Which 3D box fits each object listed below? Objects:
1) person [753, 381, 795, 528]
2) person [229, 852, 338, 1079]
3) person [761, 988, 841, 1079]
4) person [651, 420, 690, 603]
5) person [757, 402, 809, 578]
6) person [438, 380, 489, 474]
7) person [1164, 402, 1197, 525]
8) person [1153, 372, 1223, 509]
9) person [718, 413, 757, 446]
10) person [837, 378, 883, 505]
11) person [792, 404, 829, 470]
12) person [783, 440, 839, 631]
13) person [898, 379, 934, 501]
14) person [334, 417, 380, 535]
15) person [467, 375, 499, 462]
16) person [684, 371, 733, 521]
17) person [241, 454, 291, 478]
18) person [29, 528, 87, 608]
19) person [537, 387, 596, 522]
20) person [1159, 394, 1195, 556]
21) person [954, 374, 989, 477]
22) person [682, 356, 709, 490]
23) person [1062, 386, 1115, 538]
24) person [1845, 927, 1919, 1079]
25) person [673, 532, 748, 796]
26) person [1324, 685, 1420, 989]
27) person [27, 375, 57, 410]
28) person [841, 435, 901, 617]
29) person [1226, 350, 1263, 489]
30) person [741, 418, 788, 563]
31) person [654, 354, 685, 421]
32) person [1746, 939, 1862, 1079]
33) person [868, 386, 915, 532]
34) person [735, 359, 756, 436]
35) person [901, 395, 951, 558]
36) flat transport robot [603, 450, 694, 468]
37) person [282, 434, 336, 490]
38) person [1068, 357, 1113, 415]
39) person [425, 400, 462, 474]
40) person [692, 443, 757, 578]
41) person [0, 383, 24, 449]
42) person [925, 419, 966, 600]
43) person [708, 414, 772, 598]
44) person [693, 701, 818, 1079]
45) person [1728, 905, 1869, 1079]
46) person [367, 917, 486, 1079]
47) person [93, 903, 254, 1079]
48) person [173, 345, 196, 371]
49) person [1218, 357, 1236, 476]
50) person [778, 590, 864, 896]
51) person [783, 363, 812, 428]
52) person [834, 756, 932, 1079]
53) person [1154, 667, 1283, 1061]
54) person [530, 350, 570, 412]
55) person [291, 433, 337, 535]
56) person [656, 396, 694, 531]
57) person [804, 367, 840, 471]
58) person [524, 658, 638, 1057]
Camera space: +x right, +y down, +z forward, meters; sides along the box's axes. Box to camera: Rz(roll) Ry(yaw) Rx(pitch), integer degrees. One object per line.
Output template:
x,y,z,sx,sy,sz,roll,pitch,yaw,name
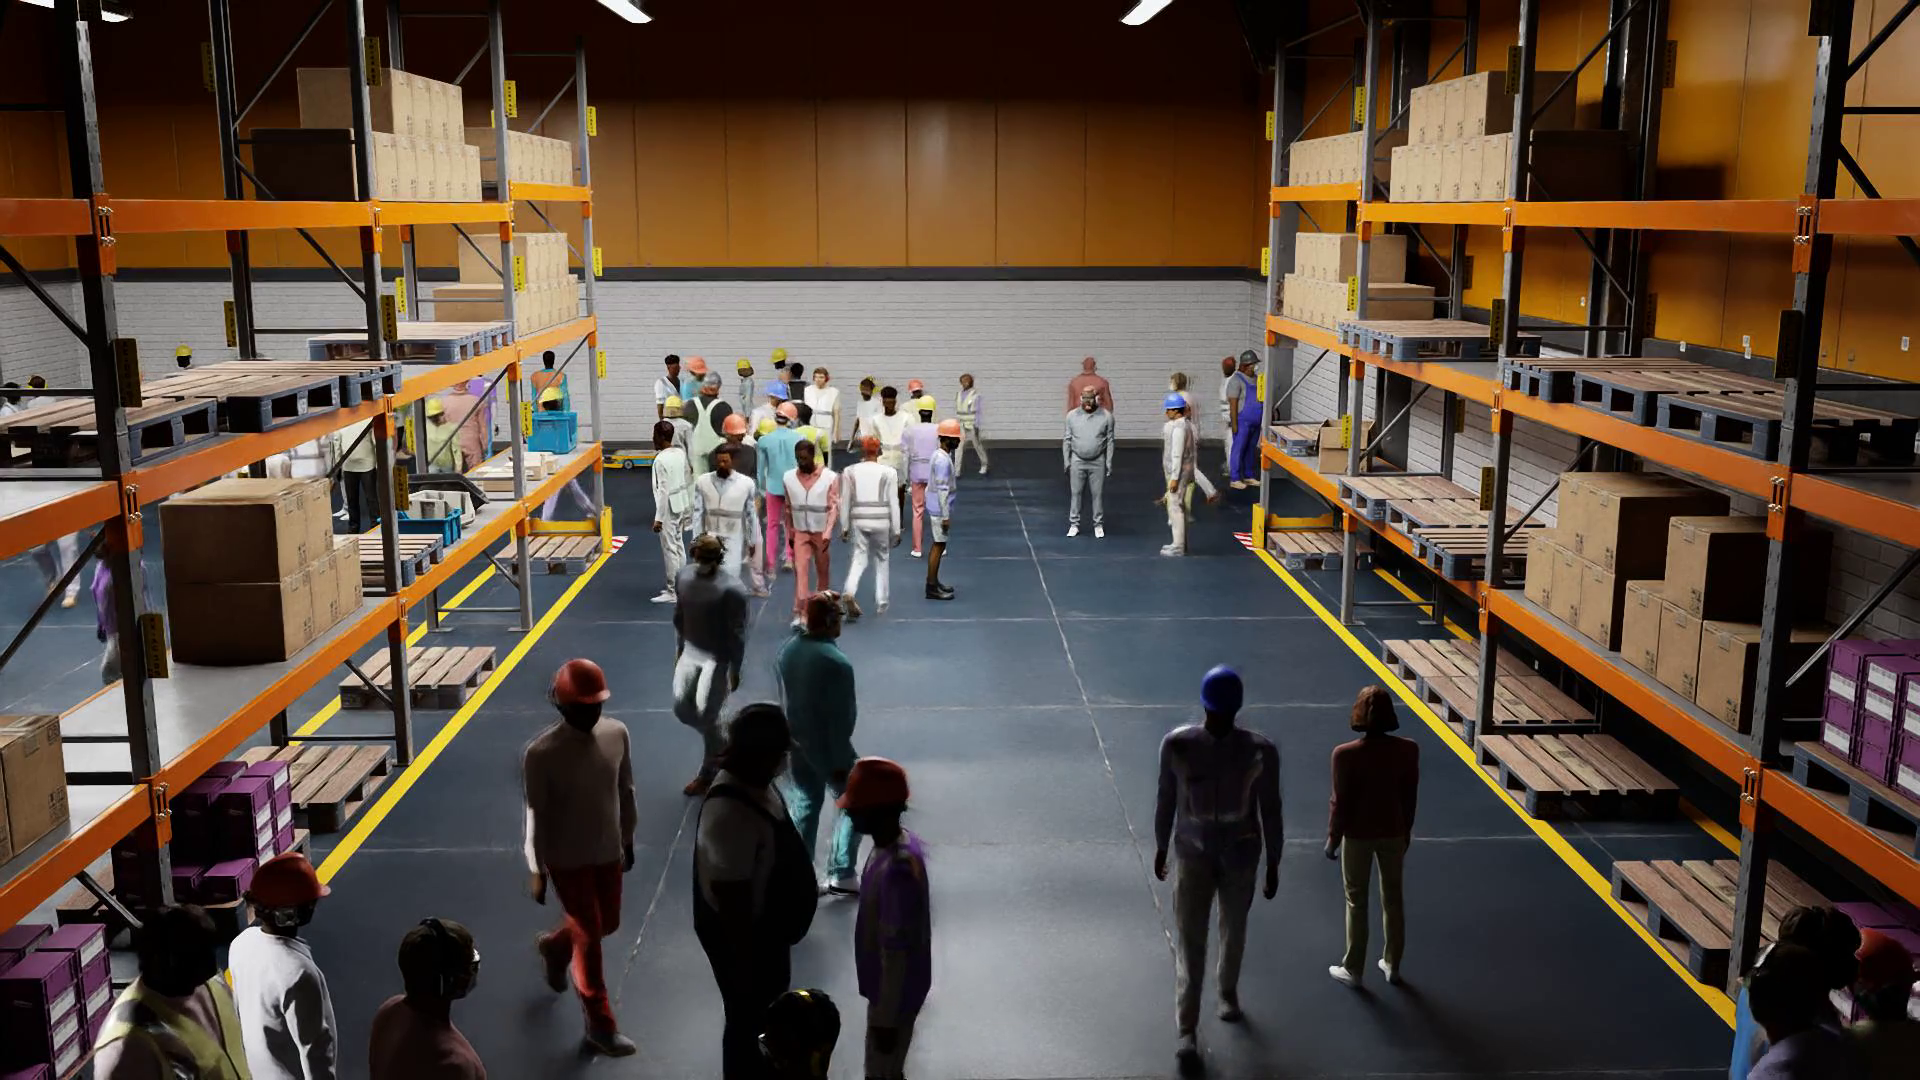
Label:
-2.370,-1.092,21.396,0.632,1.919,0.443,-11,15,-42,person
-2.492,2.012,6.263,0.575,1.749,0.333,10,15,41,person
-0.452,2.214,4.962,0.328,1.872,0.515,-9,14,-37,person
-3.047,-0.300,17.442,0.392,1.920,0.592,2,11,8,person
-1.993,-0.574,18.742,0.648,1.945,0.737,0,11,-1,person
-6.697,-1.298,22.485,0.651,1.904,0.403,-1,11,-7,person
2.881,-1.006,21.731,0.493,1.613,0.443,7,13,33,person
3.159,-1.360,22.842,0.932,1.906,0.647,4,12,17,person
-2.708,-0.747,20.395,0.500,1.636,0.284,-1,11,-3,person
-1.321,-1.338,22.934,1.003,1.800,0.610,-8,14,-34,person
-1.918,-0.884,21.021,0.534,1.667,0.783,0,11,0,person
-1.478,-0.047,16.303,0.582,1.858,0.990,2,11,8,person
-0.606,-1.426,23.607,0.562,1.719,0.845,-8,14,-34,person
-7.315,-0.893,20.231,0.614,1.990,0.392,2,11,9,person
-7.244,-1.805,25.017,0.627,1.918,0.405,-1,11,-5,person
-3.268,-1.215,21.725,0.692,2.000,0.778,3,12,13,person
-7.196,-0.240,17.360,0.384,1.836,0.565,7,13,32,person
-9.371,-0.336,17.315,0.735,2.000,0.787,-2,12,-11,person
-5.071,-1.018,21.186,1.015,1.878,0.598,-5,12,-25,person
2.585,-0.777,19.814,0.420,1.932,0.619,2,12,11,person
0.170,-1.776,25.665,0.520,1.596,0.868,9,14,37,person
-3.847,-1.693,24.233,0.678,1.990,0.624,6,13,29,person
1.606,-0.974,20.852,0.651,1.907,0.409,1,11,7,person
3.082,2.168,5.570,0.602,1.722,0.541,0,11,0,person
-1.753,0.849,11.720,0.670,1.904,0.503,8,14,35,person
2.172,1.568,8.795,0.498,1.633,0.283,-2,12,-12,person
-12.457,-1.305,22.627,0.335,1.864,0.521,3,12,14,person
-0.920,-0.130,16.773,0.620,1.856,0.786,2,11,11,person
4.271,-1.782,24.569,0.688,2.000,0.539,-11,16,-44,person
-2.259,-0.576,19.359,0.545,1.726,0.503,9,15,40,person
-4.277,-1.789,24.787,0.369,1.967,0.601,7,13,32,person
2.559,2.181,5.128,0.878,1.871,0.688,10,15,40,person
-0.848,-0.985,20.919,0.625,1.919,0.993,0,11,-1,person
-3.424,-2.036,26.613,0.324,1.737,0.484,-2,11,-8,person
-0.399,-0.745,19.652,0.593,1.925,0.384,0,11,-2,person
-4.943,-1.307,26.639,1.431,0.197,0.652,0,11,-2,flat transport robot
-7.828,-0.799,19.998,0.564,1.893,0.900,-5,12,-22,person
2.001,-1.865,25.479,0.650,1.851,1.019,6,13,26,person
-6.581,-0.919,21.061,0.544,1.706,0.891,-3,12,-13,person
-2.286,-0.023,16.205,0.595,1.867,1.020,2,11,10,person
-13.313,-1.370,23.415,0.360,1.689,0.584,-3,12,-14,person
-0.156,-0.325,17.583,0.428,1.923,0.556,0,11,-2,person
-2.292,-0.335,17.497,0.631,1.962,0.763,-9,14,-38,person
-0.889,1.669,7.264,0.537,2.000,0.704,0,11,-2,person
2.808,2.100,5.603,0.429,1.843,0.633,3,12,16,person
-1.664,2.125,5.283,0.385,1.928,0.629,-8,14,-35,person
-2.598,2.099,5.628,0.428,1.835,0.635,1,11,4,person
-12.430,-2.177,26.833,0.381,1.924,0.593,-4,12,-21,person
4.188,-1.929,25.805,0.410,1.851,0.755,-2,11,-11,person
-0.765,1.220,9.896,0.656,1.880,0.668,-9,14,-38,person
-2.605,-2.024,26.754,0.541,1.658,0.864,-2,11,-9,person
-0.301,1.815,6.802,0.410,1.927,0.576,-1,11,-6,person
1.265,1.559,8.180,0.632,1.918,0.815,2,11,9,person
-6.365,-1.989,25.911,0.597,1.919,0.383,1,11,6,person
-8.081,-0.959,20.795,0.644,1.896,0.477,4,12,19,person
-3.643,-0.979,21.307,0.485,1.739,0.304,0,11,0,person
-2.011,-1.600,24.177,0.599,1.827,0.461,4,12,20,person
-1.910,1.510,8.257,0.832,1.968,0.624,10,15,40,person
